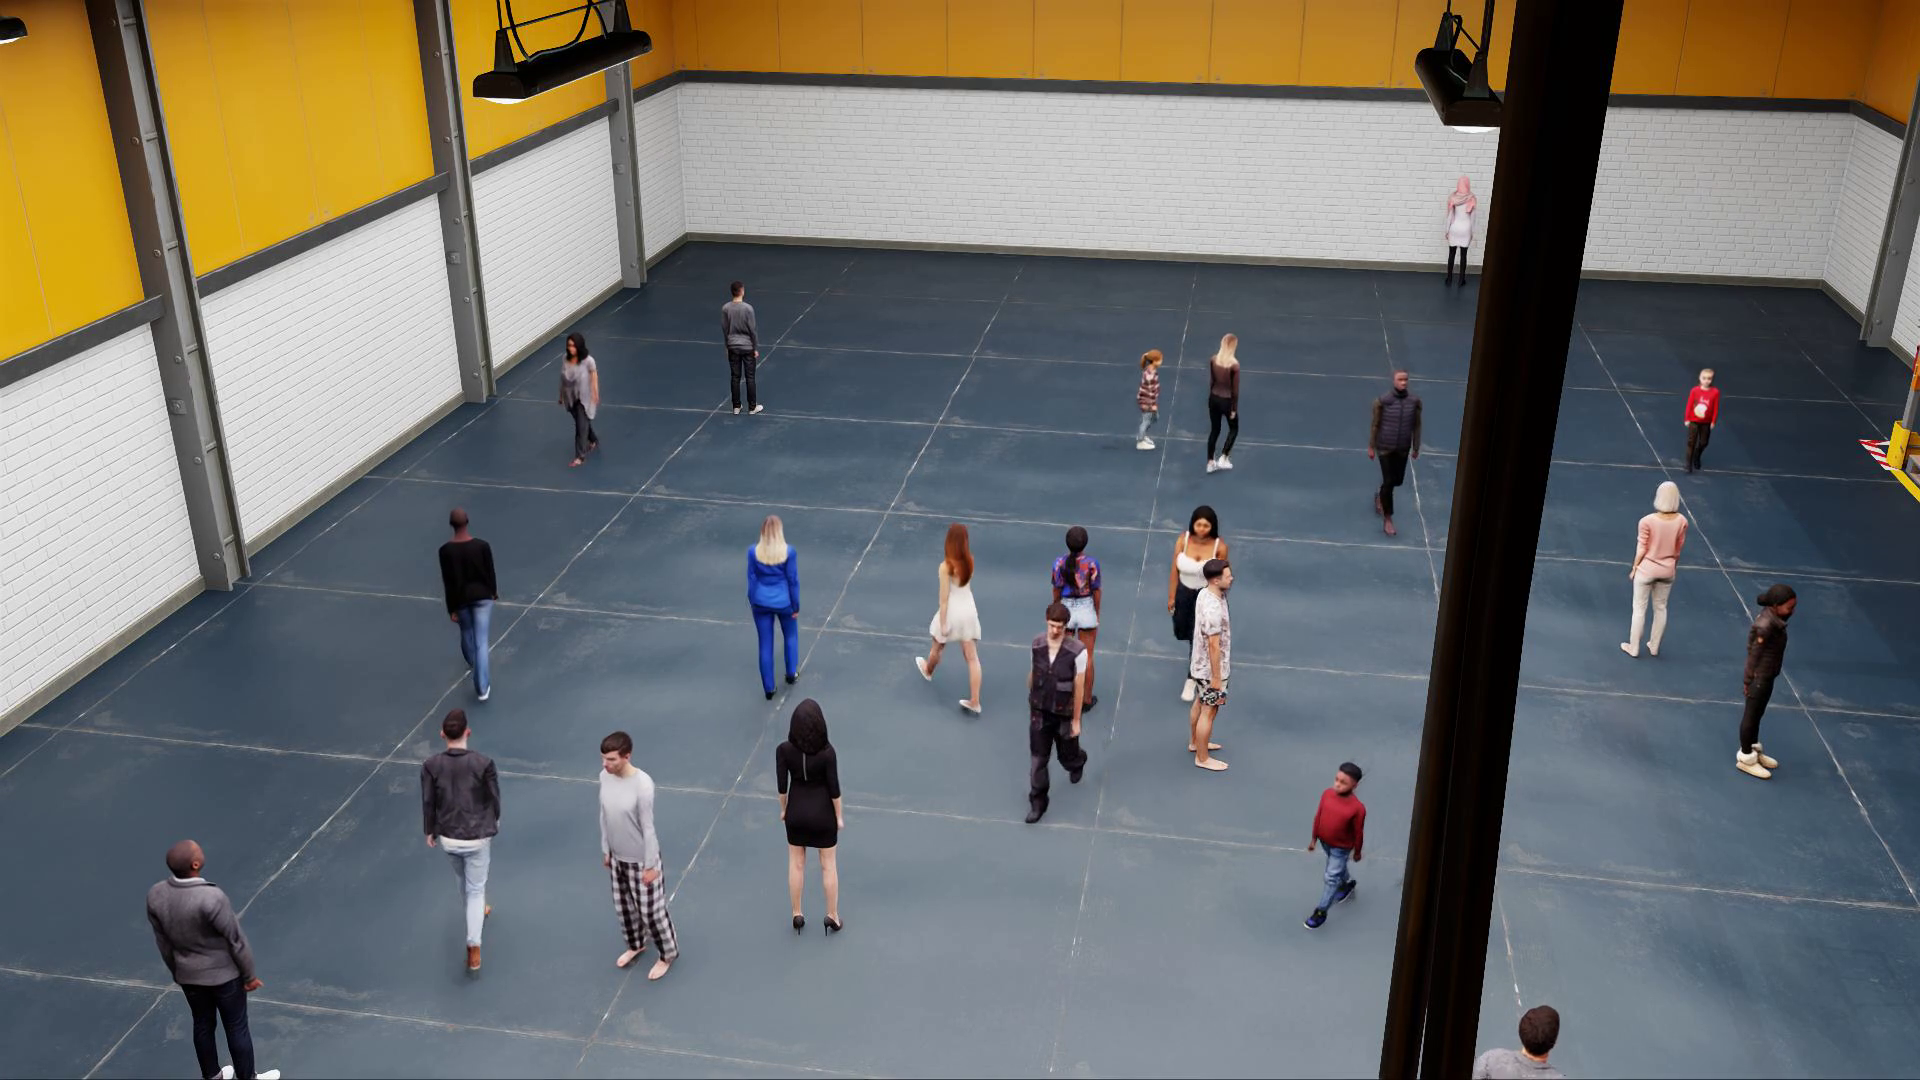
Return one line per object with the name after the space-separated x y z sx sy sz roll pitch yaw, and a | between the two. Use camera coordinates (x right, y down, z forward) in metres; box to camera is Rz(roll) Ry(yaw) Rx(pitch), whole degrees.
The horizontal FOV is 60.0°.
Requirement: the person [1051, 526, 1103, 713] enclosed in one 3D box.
1.008 0.673 14.416 0.579 1.741 0.501 4 24 10 | person

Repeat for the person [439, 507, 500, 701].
-4.295 0.591 14.650 0.895 1.703 1.180 -5 24 -11 | person

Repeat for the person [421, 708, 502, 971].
-3.336 2.039 11.196 0.800 1.818 1.080 -2 24 -4 | person

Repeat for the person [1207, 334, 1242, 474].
3.051 -1.585 19.646 0.725 1.688 0.753 20 30 37 | person

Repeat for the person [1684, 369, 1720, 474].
8.820 -1.436 19.824 0.534 1.274 0.572 7 25 17 | person

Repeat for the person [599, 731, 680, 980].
-2.165 2.076 11.082 0.706 1.841 0.709 14 27 29 | person

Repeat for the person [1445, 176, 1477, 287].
8.302 -5.127 27.608 0.661 1.803 0.629 8 25 17 | person

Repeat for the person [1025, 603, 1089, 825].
0.784 1.294 12.891 0.798 1.825 1.059 11 26 24 | person

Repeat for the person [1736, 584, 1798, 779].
6.494 1.112 13.512 0.685 1.661 0.740 -16 28 -32 | person

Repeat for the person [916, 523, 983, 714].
0.041 0.714 14.436 1.066 1.649 1.162 -15 28 -31 | person

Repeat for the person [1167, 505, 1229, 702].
2.108 0.494 14.773 0.796 1.783 1.152 10 25 21 | person

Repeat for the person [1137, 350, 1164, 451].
2.253 -1.726 20.465 0.587 1.292 0.424 2 24 5 | person

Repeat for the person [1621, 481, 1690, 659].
6.425 0.268 15.362 0.645 1.726 0.594 -1 24 -2 | person

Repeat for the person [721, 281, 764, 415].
-2.848 -2.504 21.660 0.610 1.760 0.521 4 24 10 | person

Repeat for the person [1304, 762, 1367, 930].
2.705 2.098 11.777 0.926 1.244 0.839 -18 29 -35 | person

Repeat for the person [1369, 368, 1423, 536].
4.724 -1.015 18.190 0.881 1.812 1.190 -2 24 -4 | person

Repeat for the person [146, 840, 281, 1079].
-4.494 2.587 9.943 0.706 1.817 0.559 4 24 10 | person

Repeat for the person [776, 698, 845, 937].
-1.033 1.927 11.466 0.588 1.807 0.476 4 24 10 | person

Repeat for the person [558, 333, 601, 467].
-4.575 -1.755 20.175 0.804 1.576 1.107 11 26 23 | person

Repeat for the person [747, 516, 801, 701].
-1.654 0.626 14.594 0.694 1.685 0.753 0 24 0 | person

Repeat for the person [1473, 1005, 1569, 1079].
2.813 3.206 8.475 0.861 1.859 0.916 20 30 38 | person

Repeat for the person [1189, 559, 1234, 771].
2.039 0.987 13.603 0.767 1.816 0.574 -1 24 -1 | person
